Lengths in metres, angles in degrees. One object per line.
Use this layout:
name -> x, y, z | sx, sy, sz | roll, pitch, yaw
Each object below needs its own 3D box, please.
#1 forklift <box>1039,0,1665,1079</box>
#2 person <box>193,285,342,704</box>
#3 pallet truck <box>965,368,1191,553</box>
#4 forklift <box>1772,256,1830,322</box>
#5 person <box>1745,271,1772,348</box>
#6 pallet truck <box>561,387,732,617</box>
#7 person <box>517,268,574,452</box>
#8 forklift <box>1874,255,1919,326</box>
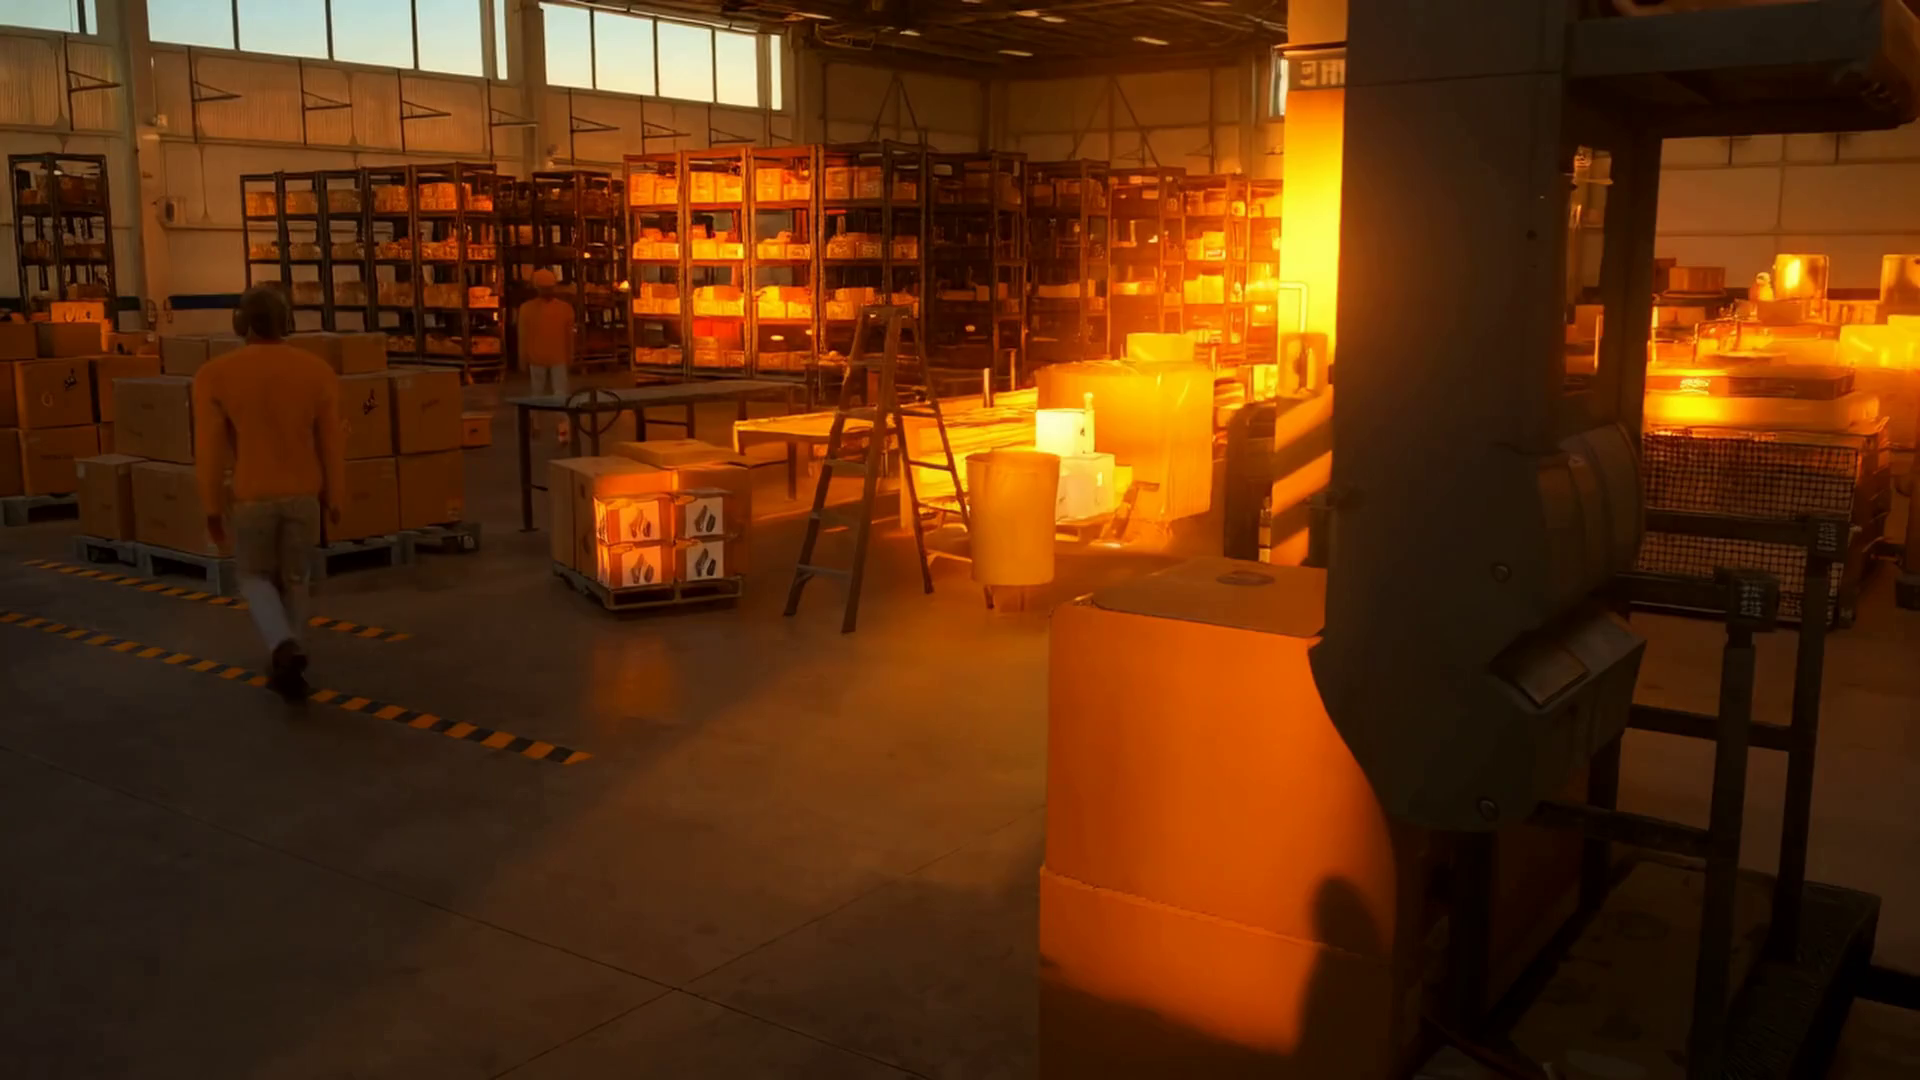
forklift -> 1.249, -0.137, 4.360 | 1.873, 2.768, 1.129 | 7, 12, 35
person -> -3.090, -0.187, 7.529 | 0.633, 1.919, 0.738 | -7, 12, -37
pallet truck -> 0.845, -0.609, 11.869 | 1.630, 1.274, 0.653 | 7, 12, 35
forklift -> 20.253, -5.854, 40.139 | 1.157, 1.987, 2.680 | 7, 12, 35
person -> 16.544, -4.667, 34.513 | 0.541, 1.818, 0.607 | -3, 10, -18
pallet truck -> -1.981, -0.274, 10.088 | 0.680, 1.201, 1.601 | -5, 11, -28
person -> -4.459, -1.940, 17.891 | 0.617, 1.954, 0.922 | -3, 10, -18
forklift -> 22.089, -5.634, 38.796 | 1.157, 1.987, 2.680 | 6, 11, 33
